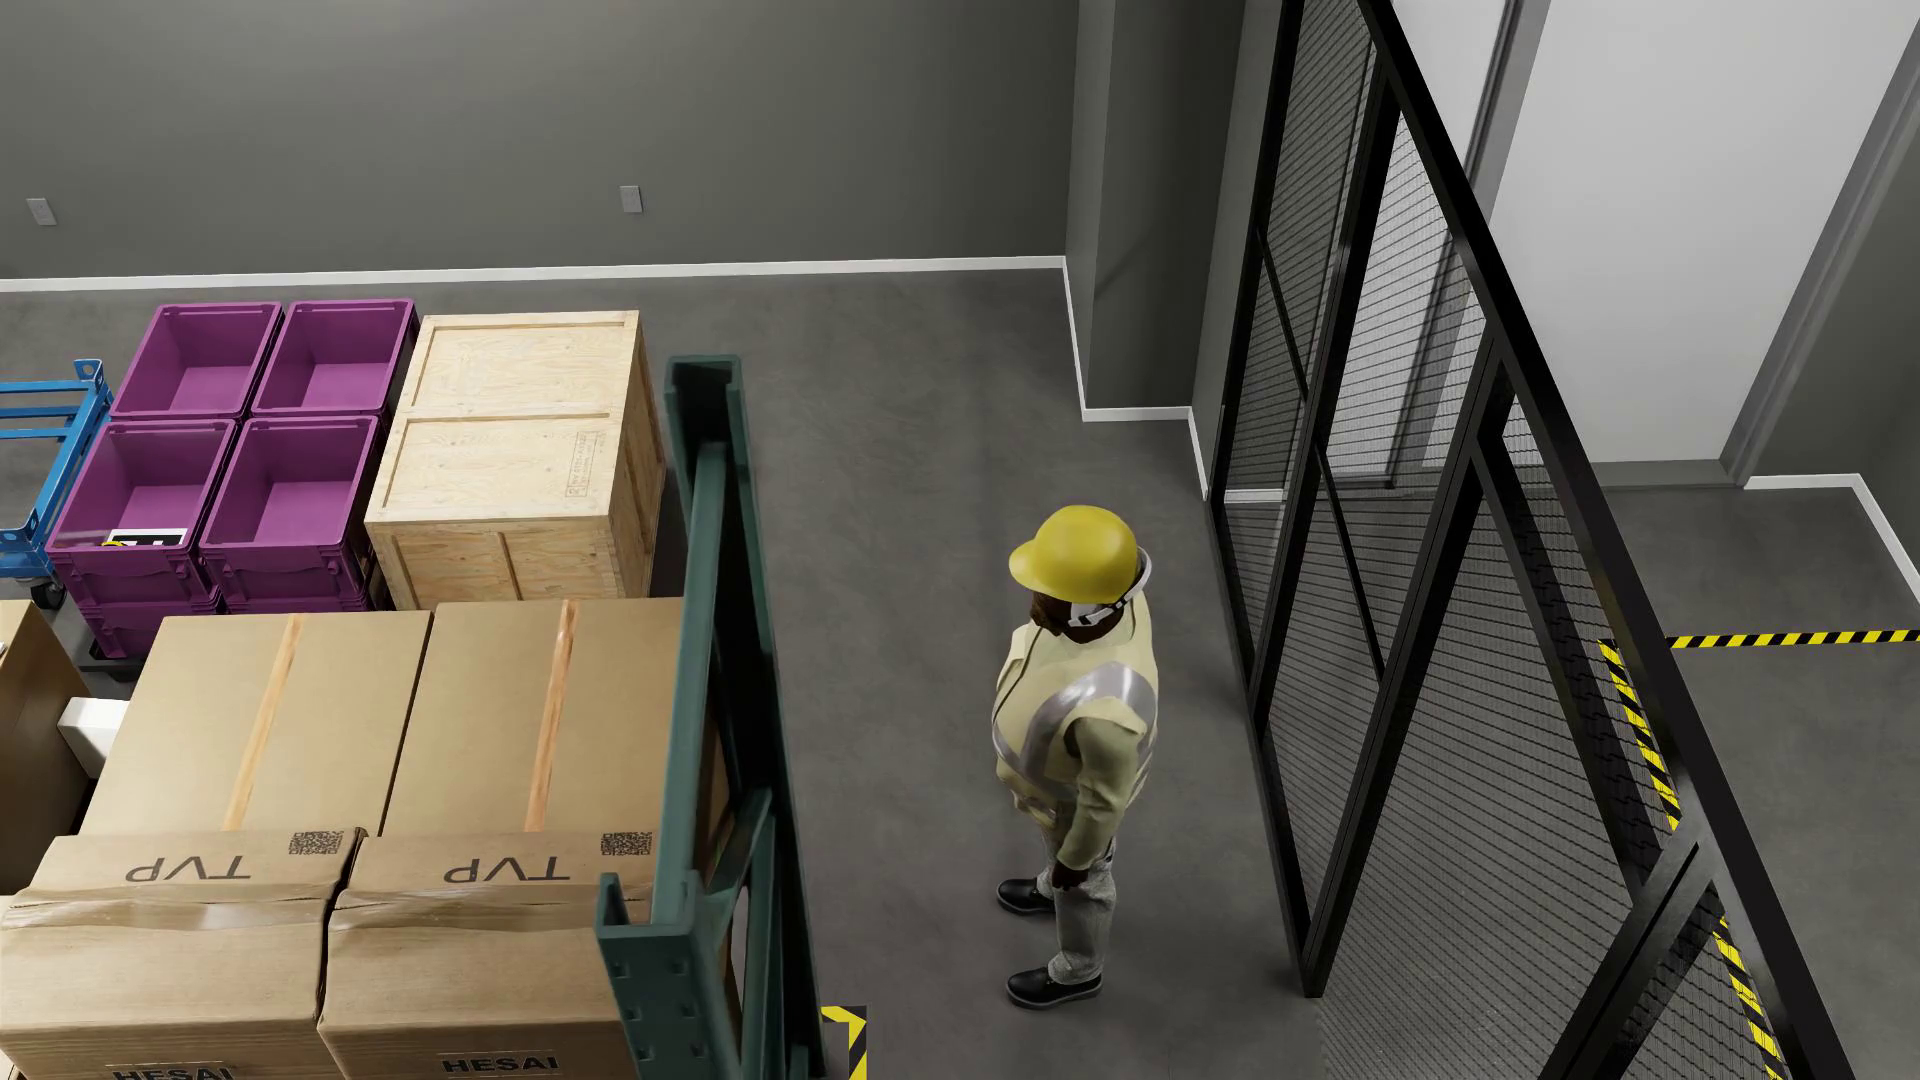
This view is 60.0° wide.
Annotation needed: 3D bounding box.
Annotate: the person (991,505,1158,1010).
[{"bbox_3d":[0.280,0.583,4.272,0.404,1.833,0.593,-2,46,-2],"label":"person"}]
